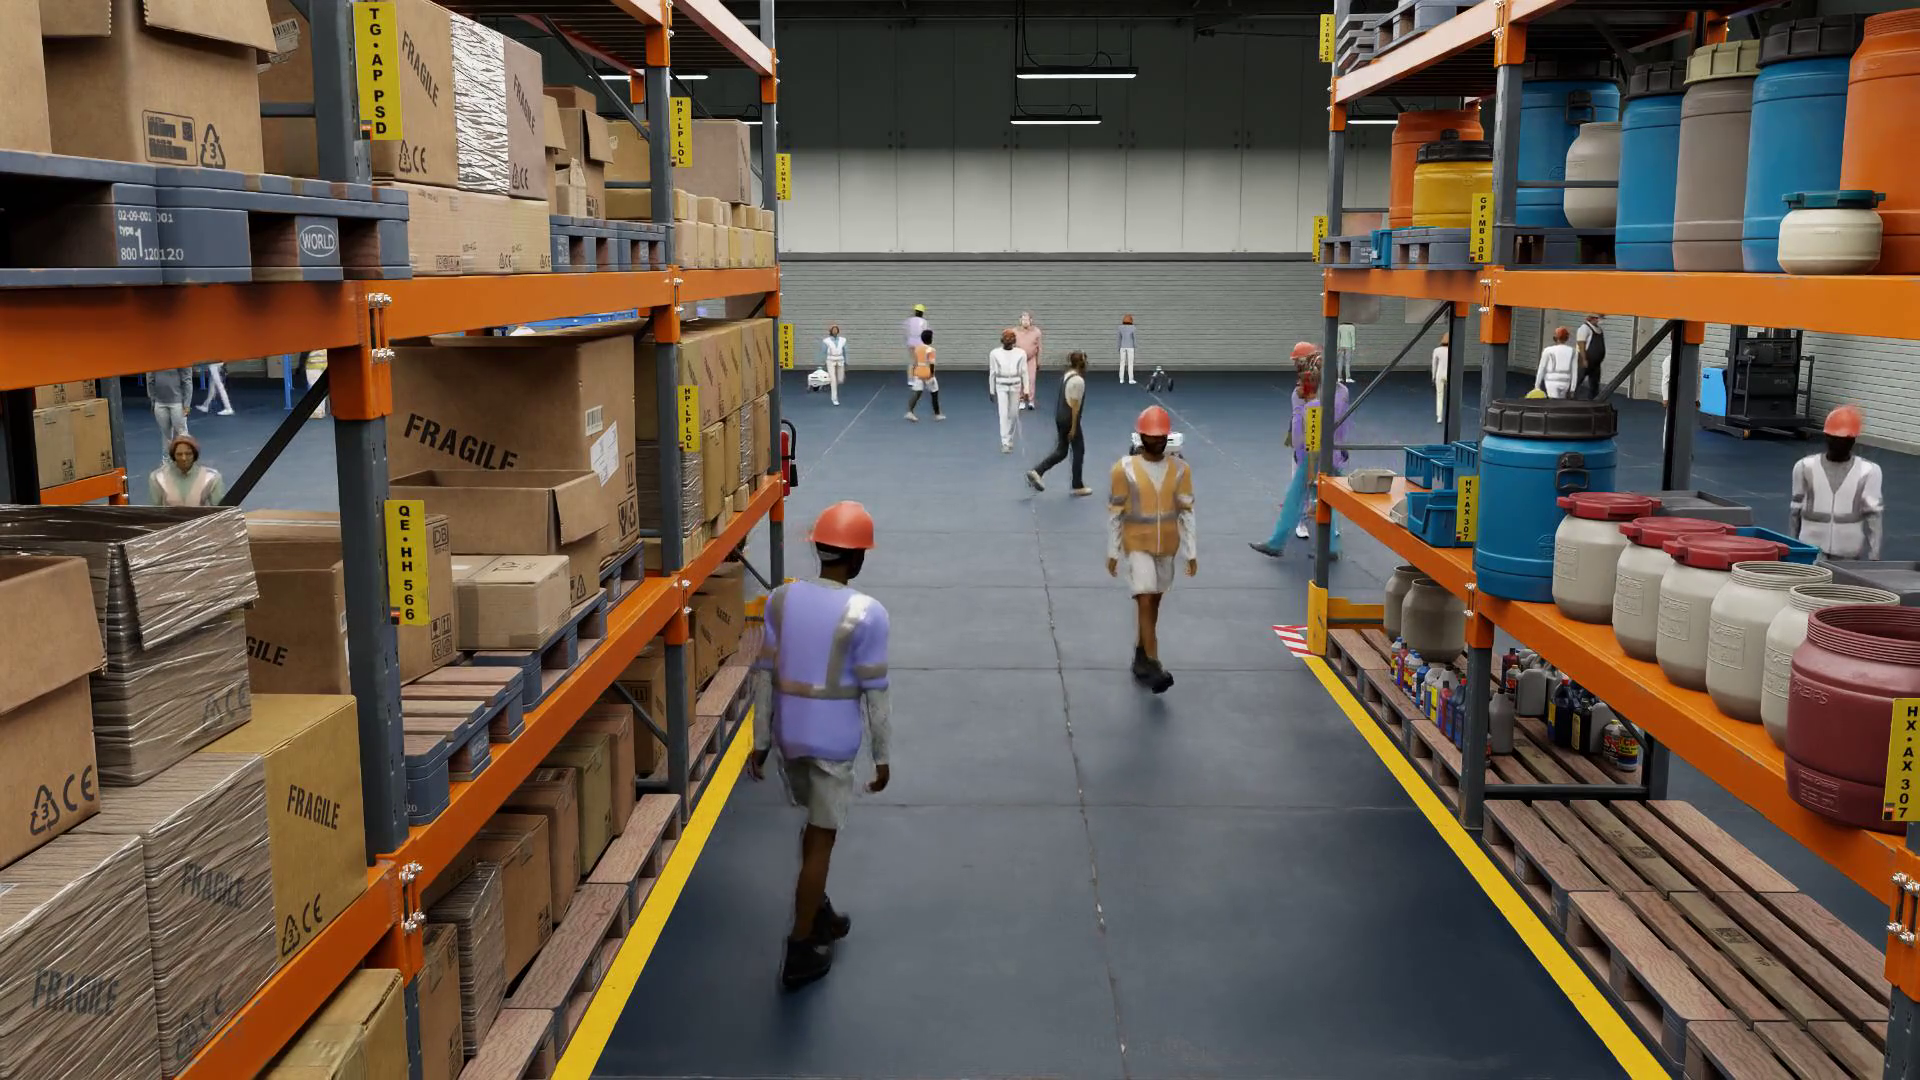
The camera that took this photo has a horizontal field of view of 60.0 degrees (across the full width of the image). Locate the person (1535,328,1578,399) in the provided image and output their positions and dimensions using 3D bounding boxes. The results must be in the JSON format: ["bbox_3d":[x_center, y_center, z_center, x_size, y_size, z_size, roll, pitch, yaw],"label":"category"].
[{"bbox_3d":[9.394,-2.417,26.160,0.594,1.836,0.980,-1,10,-5],"label":"person"}]

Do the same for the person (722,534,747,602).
[{"bbox_3d":[-2.019,-0.378,13.740,0.600,1.896,0.623,9,13,42],"label":"person"}]

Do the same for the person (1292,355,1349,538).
[{"bbox_3d":[3.762,-0.978,17.302,0.642,1.909,0.399,-3,10,-16],"label":"person"}]

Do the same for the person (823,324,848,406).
[{"bbox_3d":[-2.527,-3.534,33.455,0.524,1.619,0.588,-4,10,-21],"label":"person"}]

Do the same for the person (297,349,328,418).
[{"bbox_3d":[-11.861,-3.163,30.594,0.435,1.838,0.642,2,10,11],"label":"person"}]

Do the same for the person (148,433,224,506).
[{"bbox_3d":[-5.611,0.035,12.091,0.541,1.614,0.606,-3,10,-19],"label":"person"}]

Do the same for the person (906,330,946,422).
[{"bbox_3d":[-0.637,-2.950,29.870,0.852,1.655,0.536,-9,13,-43],"label":"person"}]

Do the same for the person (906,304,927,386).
[{"bbox_3d":[-0.962,-4.511,38.536,0.614,1.880,0.839,6,11,30],"label":"person"}]

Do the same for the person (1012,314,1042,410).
[{"bbox_3d":[1.249,-3.432,32.133,0.643,1.856,0.988,1,10,4],"label":"person"}]

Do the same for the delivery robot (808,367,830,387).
[{"bbox_3d":[-3.086,-3.585,36.808,0.477,0.478,0.707,3,10,17],"label":"delivery robot"}]

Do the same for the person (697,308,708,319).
[{"bbox_3d":[-5.301,-3.821,34.347,0.644,1.893,1.012,-3,10,-20],"label":"person"}]

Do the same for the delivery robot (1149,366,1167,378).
[{"bbox_3d":[4.427,-3.747,37.003,0.335,0.223,0.698,4,10,23],"label":"delivery robot"}]

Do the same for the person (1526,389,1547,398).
[{"bbox_3d":[5.229,-0.541,15.281,0.532,1.723,0.931,2,10,11],"label":"person"}]

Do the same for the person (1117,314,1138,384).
[{"bbox_3d":[3.960,-4.518,39.328,0.508,1.631,0.265,5,11,27],"label":"person"}]

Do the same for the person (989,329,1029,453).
[{"bbox_3d":[0.736,-2.289,25.343,0.595,1.863,0.848,-1,10,-5],"label":"person"}]

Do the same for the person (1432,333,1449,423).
[{"bbox_3d":[8.699,-2.896,29.740,0.509,1.588,0.844,4,10,21],"label":"person"}]

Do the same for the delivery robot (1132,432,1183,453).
[{"bbox_3d":[2.830,-1.425,23.868,0.707,0.478,0.477,0,10,-2],"label":"delivery robot"}]

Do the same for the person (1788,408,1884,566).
[{"bbox_3d":[5.991,0.024,11.403,0.569,1.884,1.033,5,11,28],"label":"person"}]

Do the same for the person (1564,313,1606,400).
[{"bbox_3d":[12.065,-3.471,31.966,0.881,2.000,0.617,-7,12,-38],"label":"person"}]

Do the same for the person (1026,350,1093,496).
[{"bbox_3d":[1.237,-1.423,20.339,0.799,1.802,0.526,-5,11,-26],"label":"person"}]

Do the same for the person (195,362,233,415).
[{"bbox_3d":[-14.100,-3.264,31.232,0.942,1.823,0.541,3,10,15],"label":"person"}]

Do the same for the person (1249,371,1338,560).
[{"bbox_3d":[3.253,-0.712,16.017,0.906,1.802,0.588,4,10,24],"label":"person"}]

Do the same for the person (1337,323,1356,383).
[{"bbox_3d":[9.227,-4.583,39.712,0.269,1.631,0.509,-8,12,-40],"label":"person"}]

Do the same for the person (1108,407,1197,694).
[{"bbox_3d":[1.317,0.065,11.095,0.569,1.888,0.957,-2,10,-12],"label":"person"}]

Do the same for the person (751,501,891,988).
[{"bbox_3d":[-0.521,0.793,6.710,0.564,1.897,0.749,5,11,29],"label":"person"}]

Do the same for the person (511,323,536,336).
[{"bbox_3d":[-8.044,-3.189,30.576,0.402,1.901,0.639,5,11,29],"label":"person"}]

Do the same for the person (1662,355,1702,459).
[{"bbox_3d":[10.486,-2.085,24.156,0.590,1.833,0.404,-1,10,-8],"label":"person"}]

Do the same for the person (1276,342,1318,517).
[{"bbox_3d":[3.840,-1.245,18.725,0.802,1.956,0.644,4,10,25],"label":"person"}]

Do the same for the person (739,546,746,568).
[{"bbox_3d":[-2.262,-0.676,15.218,0.610,2.003,0.902,6,11,32],"label":"person"}]

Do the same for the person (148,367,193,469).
[{"bbox_3d":[-10.574,-1.825,22.280,0.627,1.940,0.373,2,10,12],"label":"person"}]

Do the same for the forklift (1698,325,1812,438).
[{"bbox_3d":[13.248,-3.165,27.620,1.129,2.768,1.873,0,9,1],"label":"forklift"}]
